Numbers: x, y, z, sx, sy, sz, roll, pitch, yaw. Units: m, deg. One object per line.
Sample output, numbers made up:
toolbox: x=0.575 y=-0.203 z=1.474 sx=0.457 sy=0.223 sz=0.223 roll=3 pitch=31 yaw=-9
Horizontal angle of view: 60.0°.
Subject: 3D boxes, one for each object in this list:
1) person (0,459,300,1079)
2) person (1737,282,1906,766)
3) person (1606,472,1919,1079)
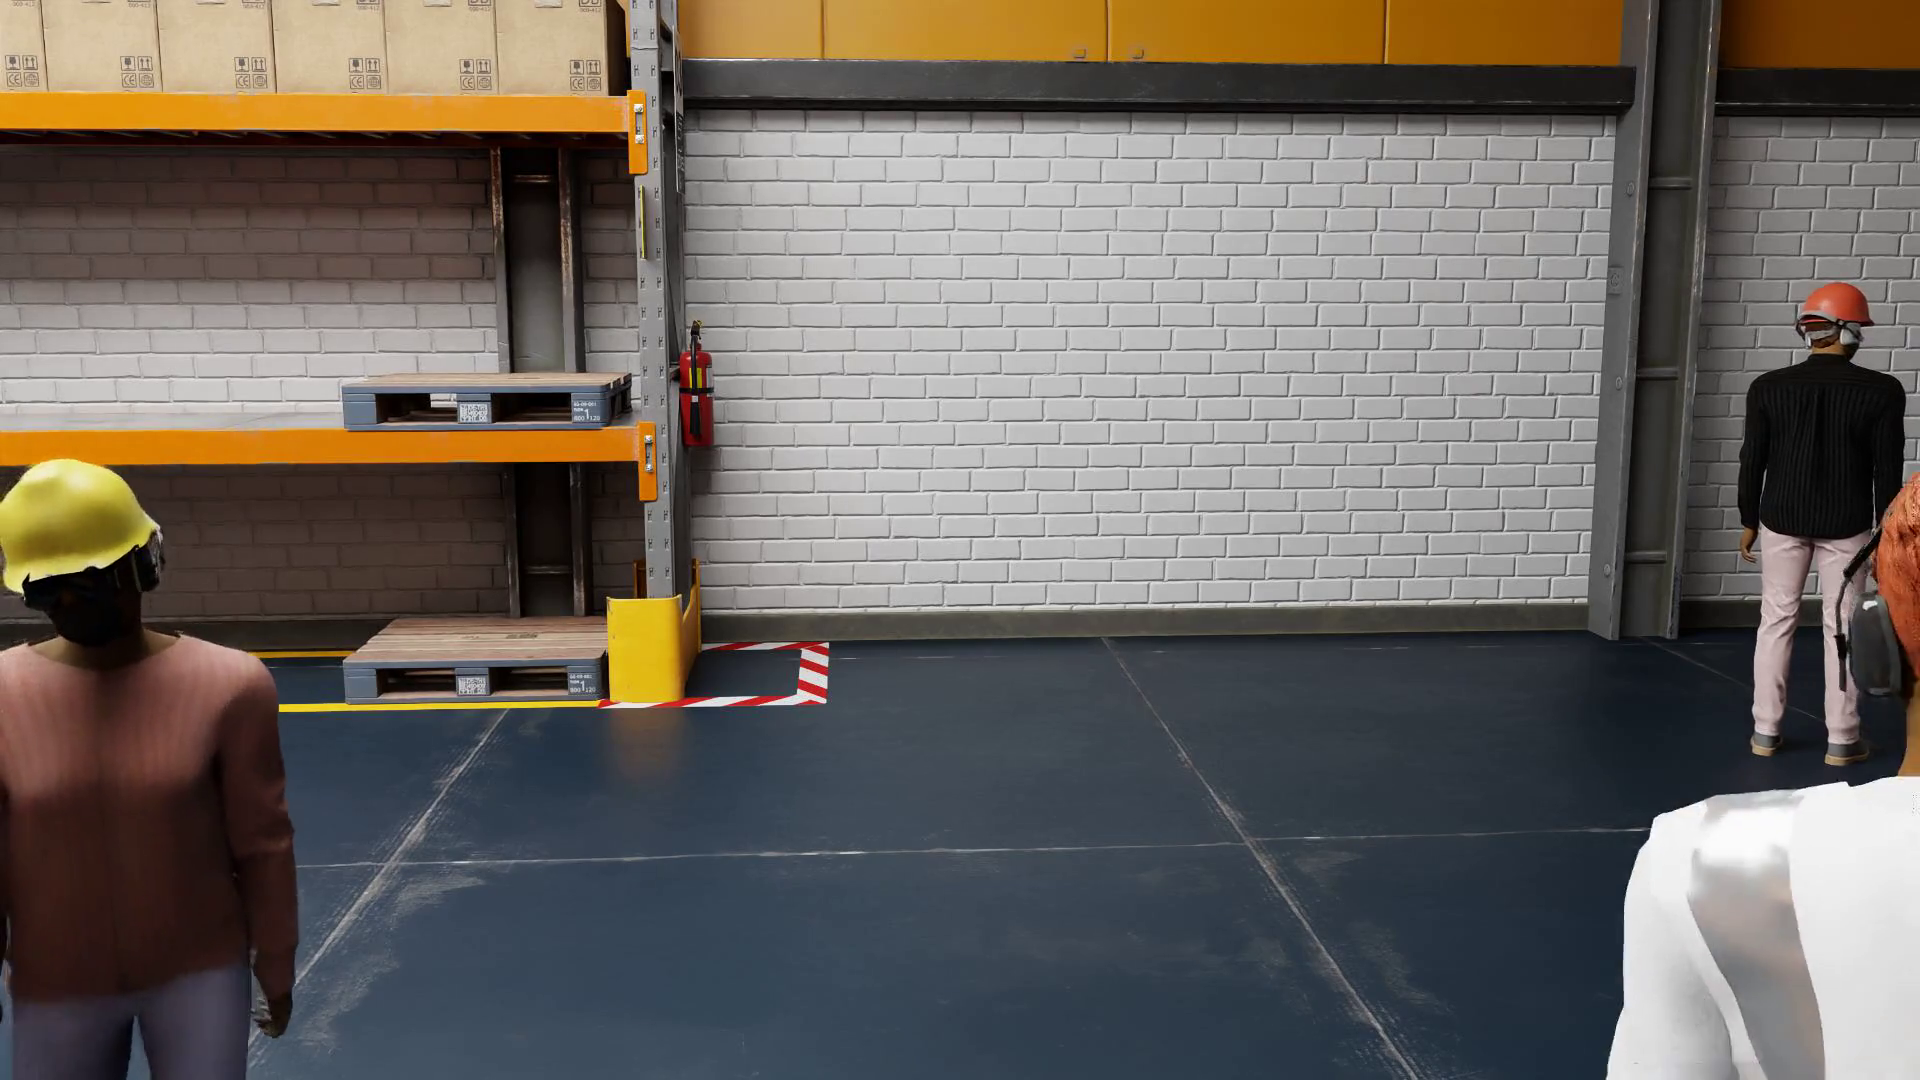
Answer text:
person: x=-1.395 y=0.711 z=2.804 sx=0.534 sy=1.740 sz=0.547 roll=-4 pitch=10 yaw=-26
person: x=3.563 y=-0.065 z=6.919 sx=0.612 sy=1.991 sz=0.392 roll=7 pitch=11 yaw=36
person: x=0.891 y=0.850 z=1.539 sx=0.599 sy=1.873 sz=0.423 roll=4 pitch=10 yaw=25
